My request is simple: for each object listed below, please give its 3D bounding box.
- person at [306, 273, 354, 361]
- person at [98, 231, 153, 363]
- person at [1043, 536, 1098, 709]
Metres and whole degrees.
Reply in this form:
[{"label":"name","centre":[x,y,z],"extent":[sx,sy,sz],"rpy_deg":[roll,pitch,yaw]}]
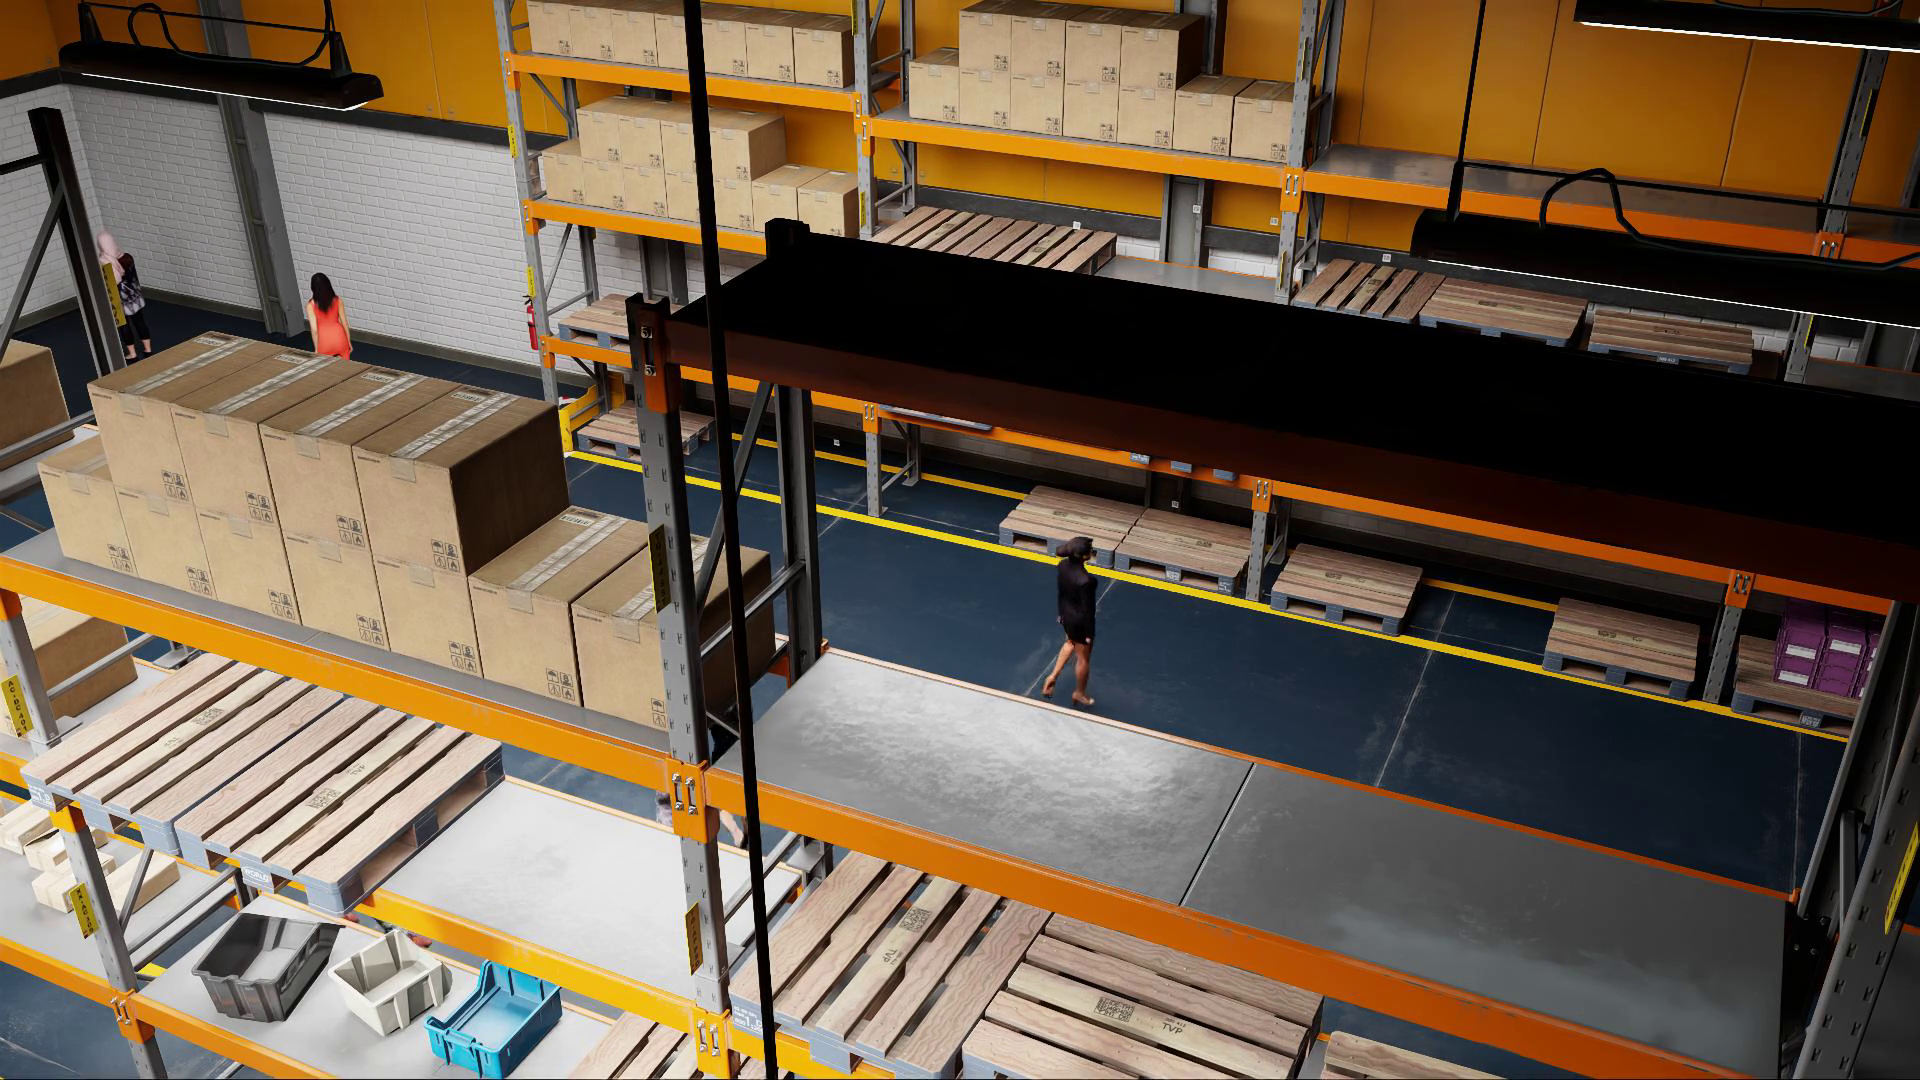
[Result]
[{"label":"person","centre":[-7.128,-2.221,18.890],"extent":[0.667,1.719,0.676],"rpy_deg":[-19,34,-31]},{"label":"person","centre":[-10.265,-2.992,20.391],"extent":[0.712,1.635,0.704],"rpy_deg":[23,36,36]},{"label":"person","centre":[0.902,0.710,13.609],"extent":[0.820,1.630,0.772],"rpy_deg":[-17,33,-29]}]
